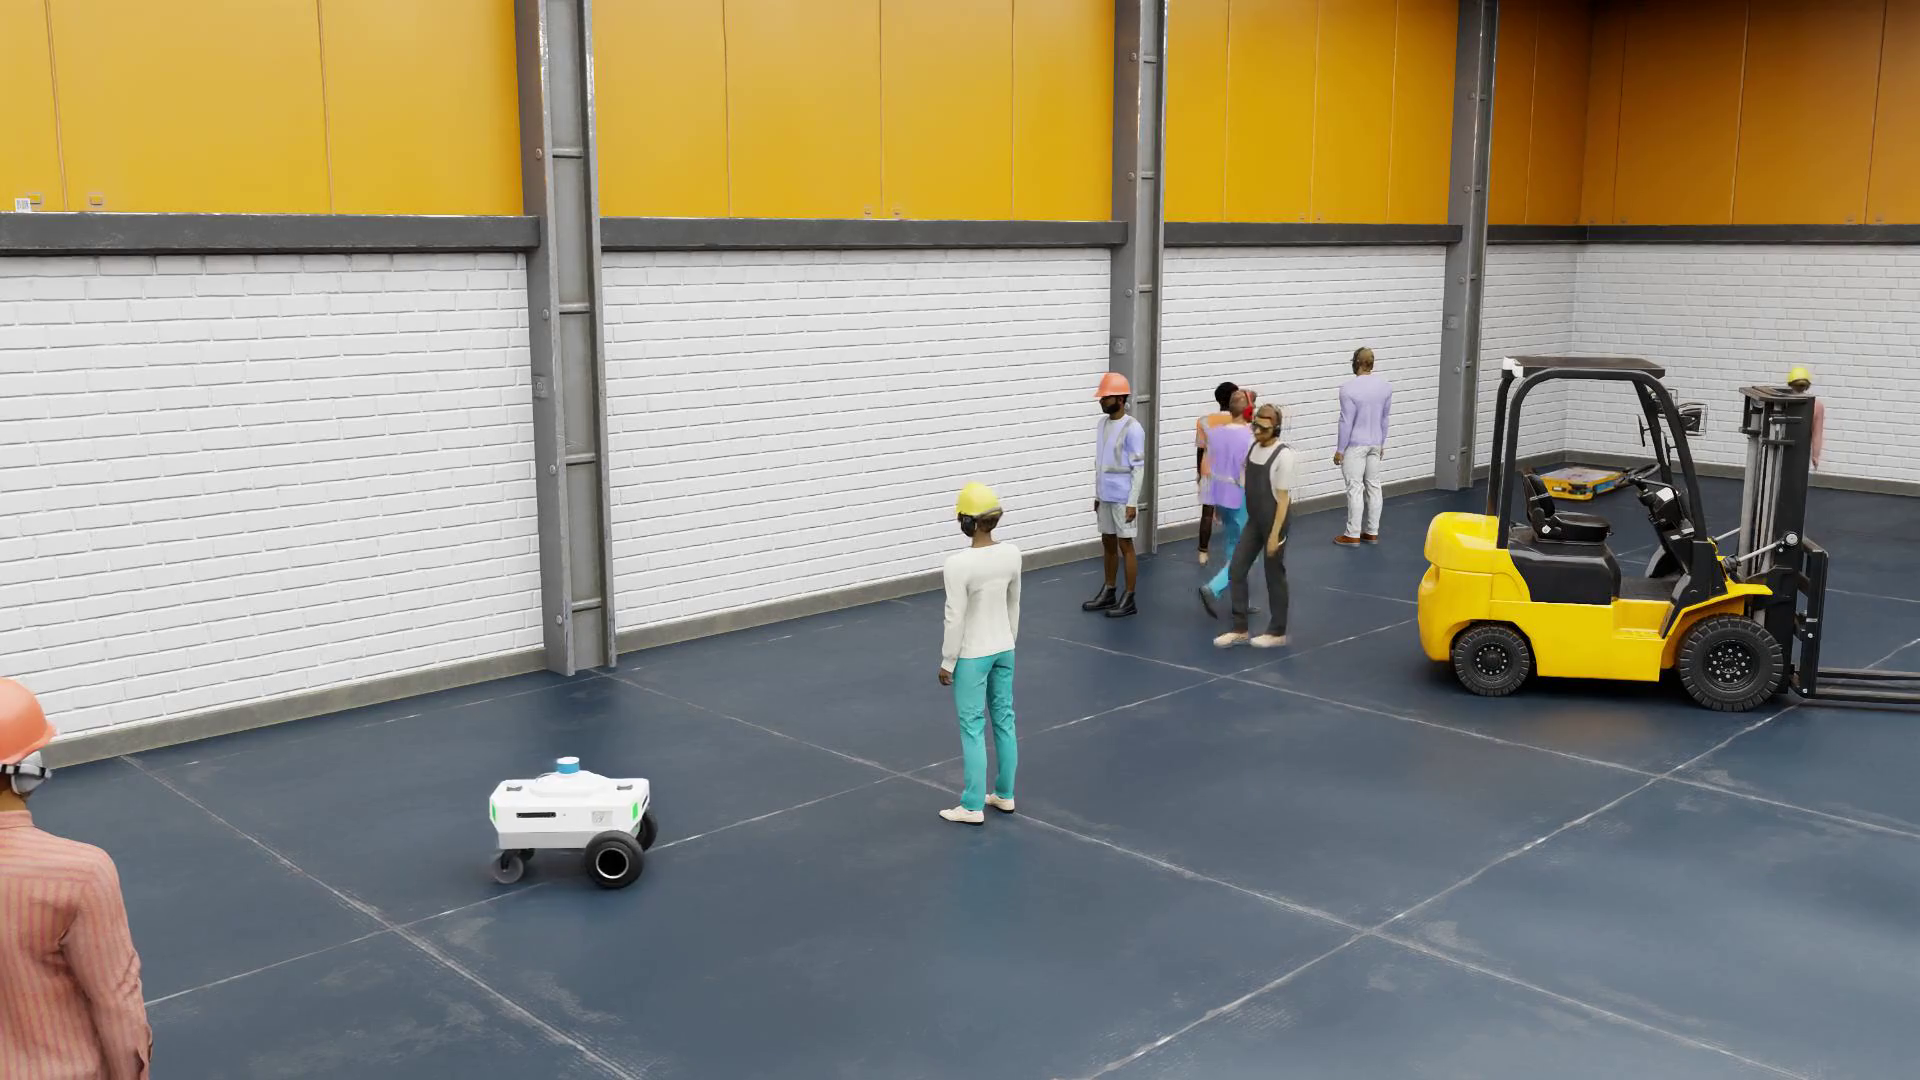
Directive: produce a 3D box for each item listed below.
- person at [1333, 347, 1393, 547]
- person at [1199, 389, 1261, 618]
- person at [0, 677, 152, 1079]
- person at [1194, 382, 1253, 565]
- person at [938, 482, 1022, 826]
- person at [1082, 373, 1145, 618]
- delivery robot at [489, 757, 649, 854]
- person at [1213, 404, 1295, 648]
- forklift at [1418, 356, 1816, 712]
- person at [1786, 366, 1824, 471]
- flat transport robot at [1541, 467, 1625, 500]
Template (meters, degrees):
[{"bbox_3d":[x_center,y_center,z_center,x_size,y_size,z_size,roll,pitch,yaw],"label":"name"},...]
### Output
[{"bbox_3d":[3.888,-0.901,16.137,0.627,1.941,0.371,-6,12,-30],"label":"person"},{"bbox_3d":[2.133,-0.266,12.981,0.659,1.825,0.574,-7,12,-32],"label":"person"},{"bbox_3d":[-2.224,1.300,3.975,0.611,1.997,0.375,0,10,2],"label":"person"},{"bbox_3d":[2.400,-0.594,15.156,0.539,1.690,0.319,3,11,17],"label":"person"},{"bbox_3d":[0.101,0.579,8.533,0.305,1.771,0.525,10,15,44],"label":"person"},{"bbox_3d":[1.222,-0.355,13.159,0.377,1.938,0.547,-6,12,-29],"label":"person"},{"bbox_3d":[-1.837,1.266,7.838,0.707,0.478,0.477,0,10,-2],"label":"delivery robot"},{"bbox_3d":[2.134,-0.077,11.974,0.712,1.815,0.545,-5,11,-25],"label":"person"},{"bbox_3d":[4.276,-0.101,11.076,2.313,2.155,1.214,2,11,13],"label":"forklift"},{"bbox_3d":[8.192,-0.838,16.336,0.533,1.737,0.782,1,10,3],"label":"person"},{"bbox_3d":[7.212,-0.667,19.413,0.652,0.197,1.431,9,14,40],"label":"flat transport robot"}]
